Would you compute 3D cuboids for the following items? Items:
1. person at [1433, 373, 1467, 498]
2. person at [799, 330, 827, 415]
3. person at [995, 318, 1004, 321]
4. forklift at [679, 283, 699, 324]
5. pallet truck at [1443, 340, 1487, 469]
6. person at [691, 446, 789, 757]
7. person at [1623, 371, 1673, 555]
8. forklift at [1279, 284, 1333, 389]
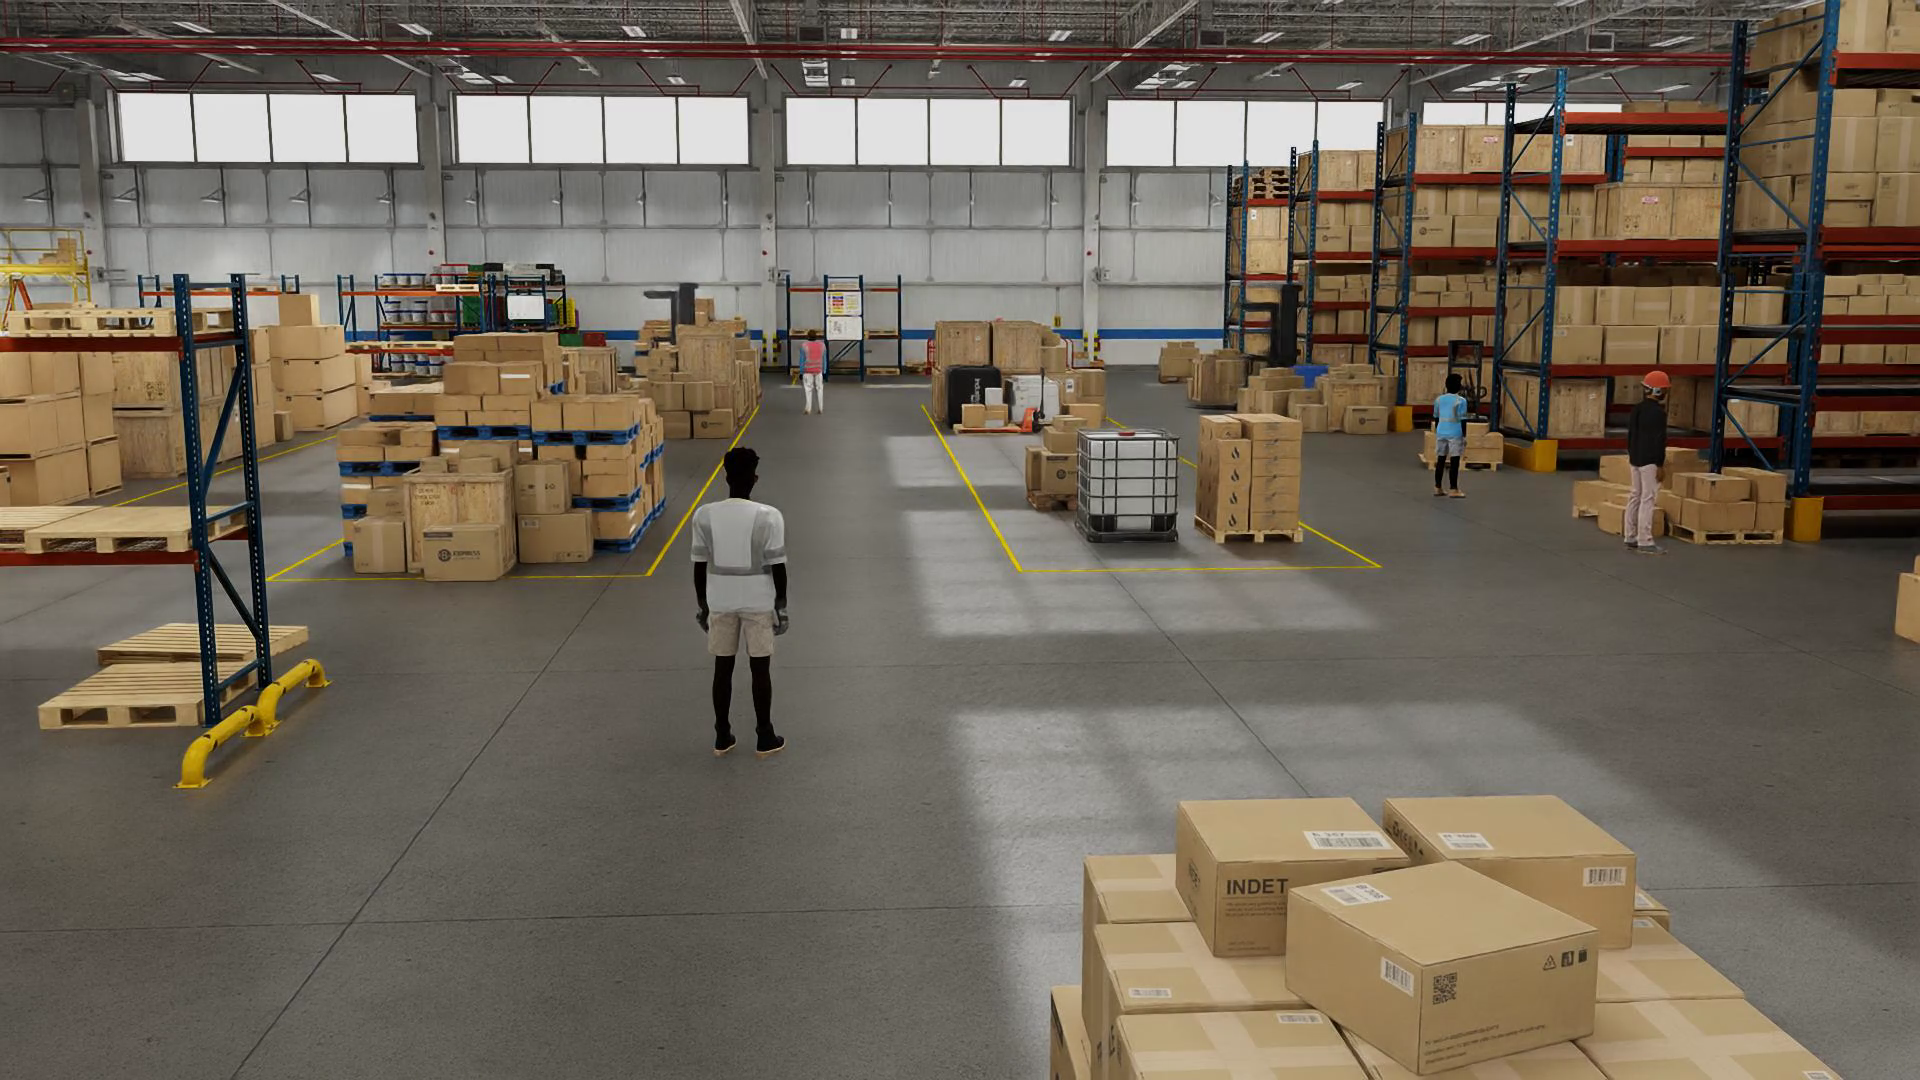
[{"bbox_3d":[6.679,-1.415,22.619,0.316,1.695,0.541,-6,11,-33],"label":"person"},{"bbox_3d":[-3.210,-3.646,36.173,0.633,1.842,0.429,-5,10,-26],"label":"person"},{"bbox_3d":[0.993,-4.711,42.562,0.376,1.935,0.550,-4,10,-24],"label":"person"},{"bbox_3d":[-6.787,-5.041,41.681,1.873,2.768,1.129,-1,9,-4],"label":"forklift"},{"bbox_3d":[8.004,-2.170,26.422,0.823,1.965,1.885,2,9,14],"label":"pallet truck"},{"bbox_3d":[-1.368,0.393,10.444,0.614,1.956,0.361,2,9,10],"label":"person"},{"bbox_3d":[7.502,-0.845,18.105,0.395,1.993,0.614,-1,9,-6],"label":"person"},{"bbox_3d":[7.140,-4.142,36.041,1.873,2.768,1.129,2,9,14],"label":"forklift"}]
